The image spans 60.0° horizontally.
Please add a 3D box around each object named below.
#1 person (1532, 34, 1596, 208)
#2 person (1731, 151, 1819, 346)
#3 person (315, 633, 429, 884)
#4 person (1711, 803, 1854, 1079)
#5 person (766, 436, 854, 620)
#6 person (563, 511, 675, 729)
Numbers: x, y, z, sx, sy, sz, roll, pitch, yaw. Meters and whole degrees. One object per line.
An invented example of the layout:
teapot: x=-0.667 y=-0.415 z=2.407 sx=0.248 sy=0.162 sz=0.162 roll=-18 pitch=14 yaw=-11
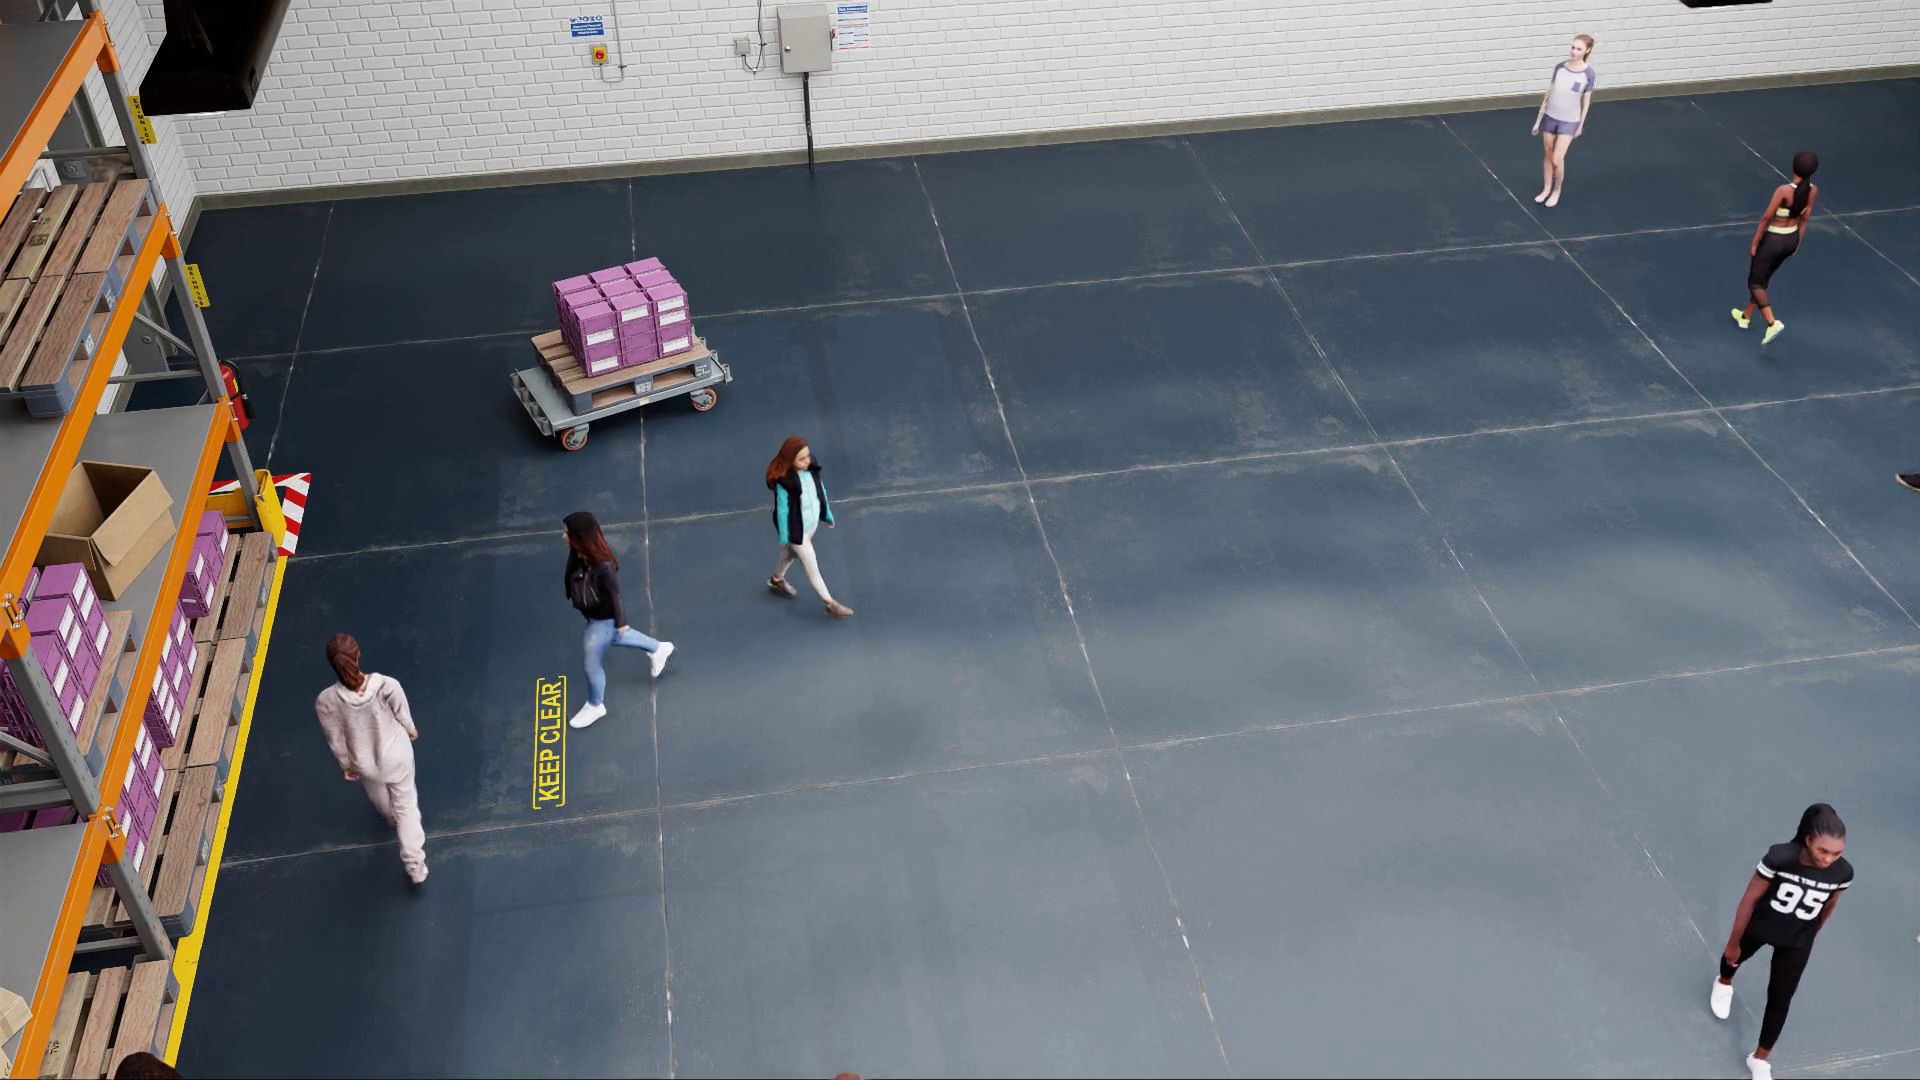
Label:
person: x=6.027 y=-4.193 z=16.535 sx=0.776 sy=1.753 sz=0.716 roll=-30 pitch=47 yaw=-32
person: x=7.120 y=-2.505 z=14.436 sx=0.579 sy=1.734 sz=0.961 roll=-5 pitch=39 yaw=-6
person: x=-3.393 y=1.299 z=9.735 sx=0.672 sy=1.657 sz=1.076 roll=-9 pitch=39 yaw=-11
person: x=4.304 y=1.994 z=8.829 sx=0.918 sy=1.702 sz=1.120 roll=11 pitch=40 yaw=14
person: x=-1.174 y=-0.126 z=11.678 sx=1.012 sy=1.460 sz=0.991 roll=20 pitch=43 yaw=23
person: x=-2.276 y=0.449 z=10.843 sx=1.026 sy=1.602 sz=1.127 roll=-25 pitch=45 yaw=-28
